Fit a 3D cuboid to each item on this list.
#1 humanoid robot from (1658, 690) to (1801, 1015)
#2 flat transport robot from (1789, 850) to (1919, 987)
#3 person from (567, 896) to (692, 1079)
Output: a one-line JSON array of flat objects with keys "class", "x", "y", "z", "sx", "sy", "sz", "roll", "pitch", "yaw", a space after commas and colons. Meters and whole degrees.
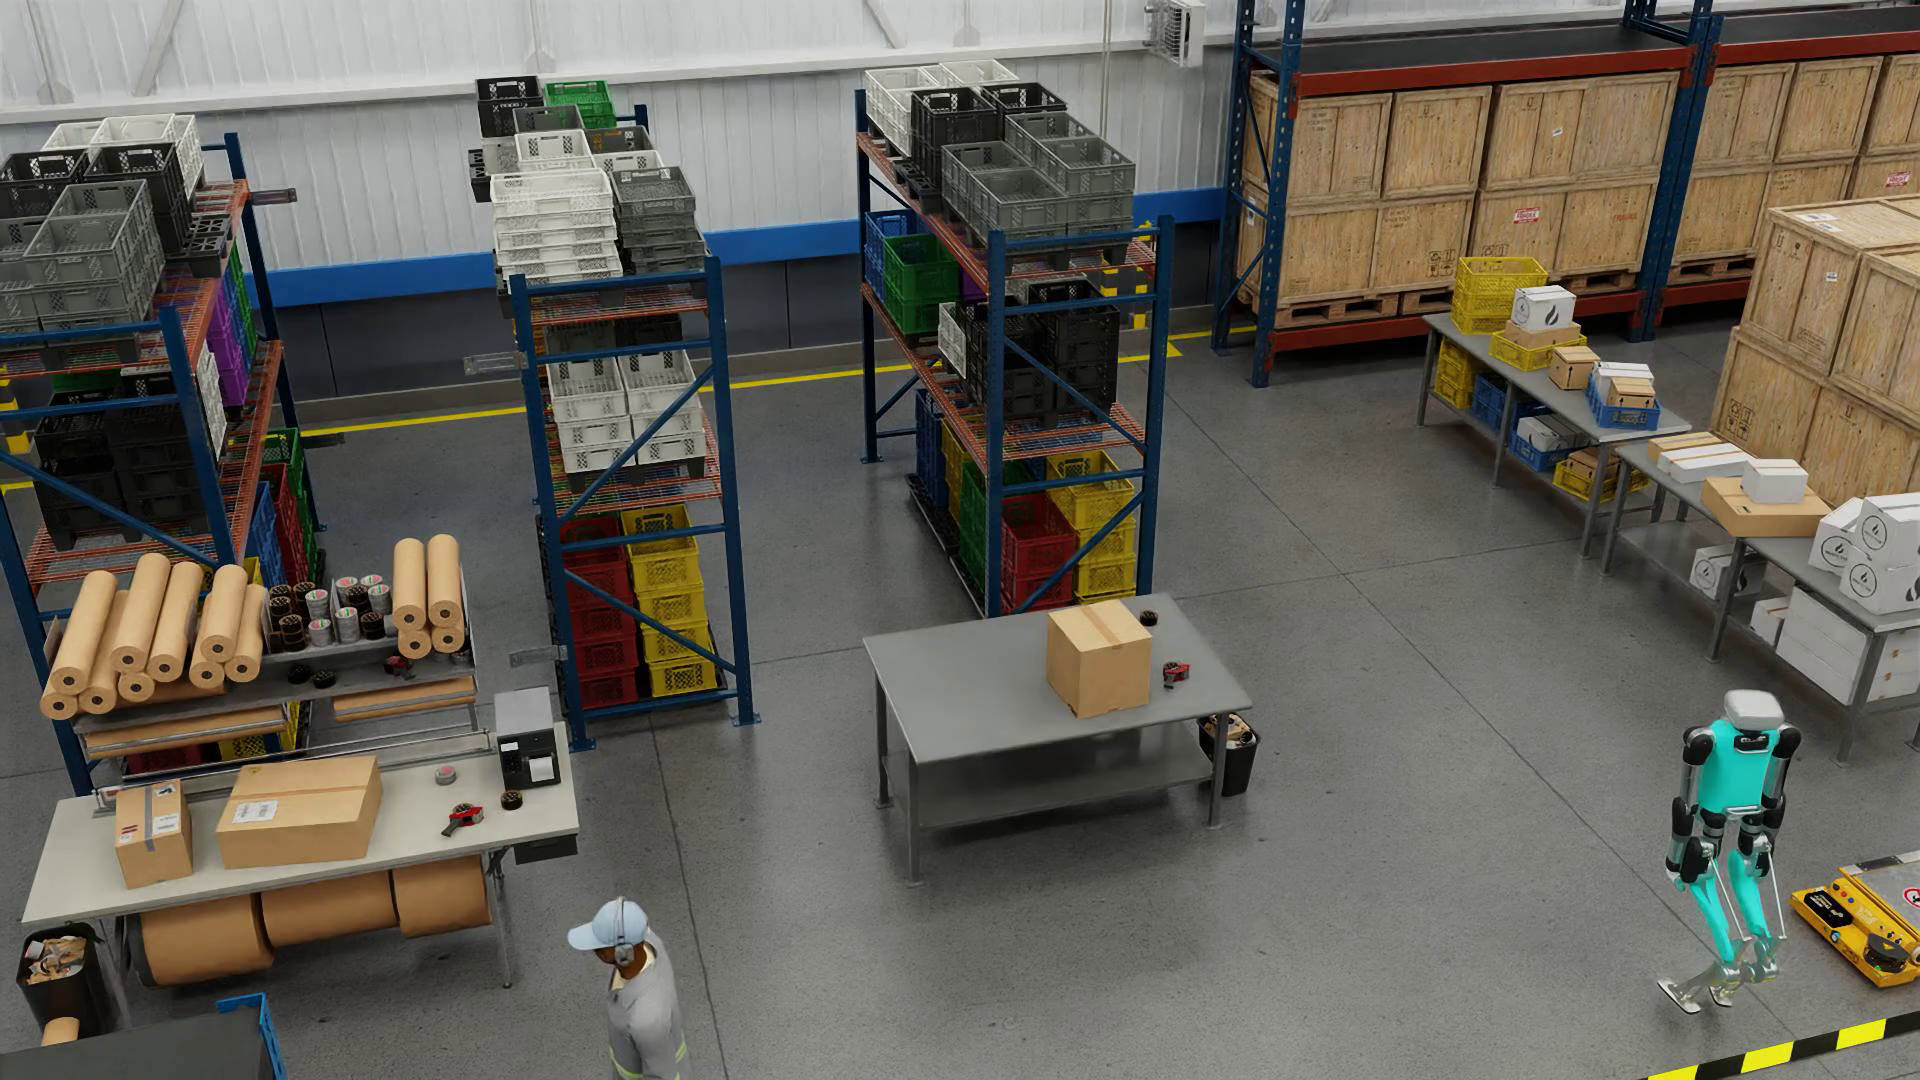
[{"class": "humanoid robot", "x": 3.610, "y": 1.547, "z": 7.685, "sx": 0.533, "sy": 1.675, "sz": 0.735, "roll": -3, "pitch": 29, "yaw": -5}, {"class": "flat transport robot", "x": 5.163, "y": 1.916, "z": 8.676, "sx": 1.431, "sy": 0.231, "sz": 0.659, "roll": -8, "pitch": 30, "yaw": -14}, {"class": "person", "x": -1.264, "y": 2.155, "z": 6.597, "sx": 0.398, "sy": 1.850, "sz": 0.596, "roll": -8, "pitch": 30, "yaw": -14}]
